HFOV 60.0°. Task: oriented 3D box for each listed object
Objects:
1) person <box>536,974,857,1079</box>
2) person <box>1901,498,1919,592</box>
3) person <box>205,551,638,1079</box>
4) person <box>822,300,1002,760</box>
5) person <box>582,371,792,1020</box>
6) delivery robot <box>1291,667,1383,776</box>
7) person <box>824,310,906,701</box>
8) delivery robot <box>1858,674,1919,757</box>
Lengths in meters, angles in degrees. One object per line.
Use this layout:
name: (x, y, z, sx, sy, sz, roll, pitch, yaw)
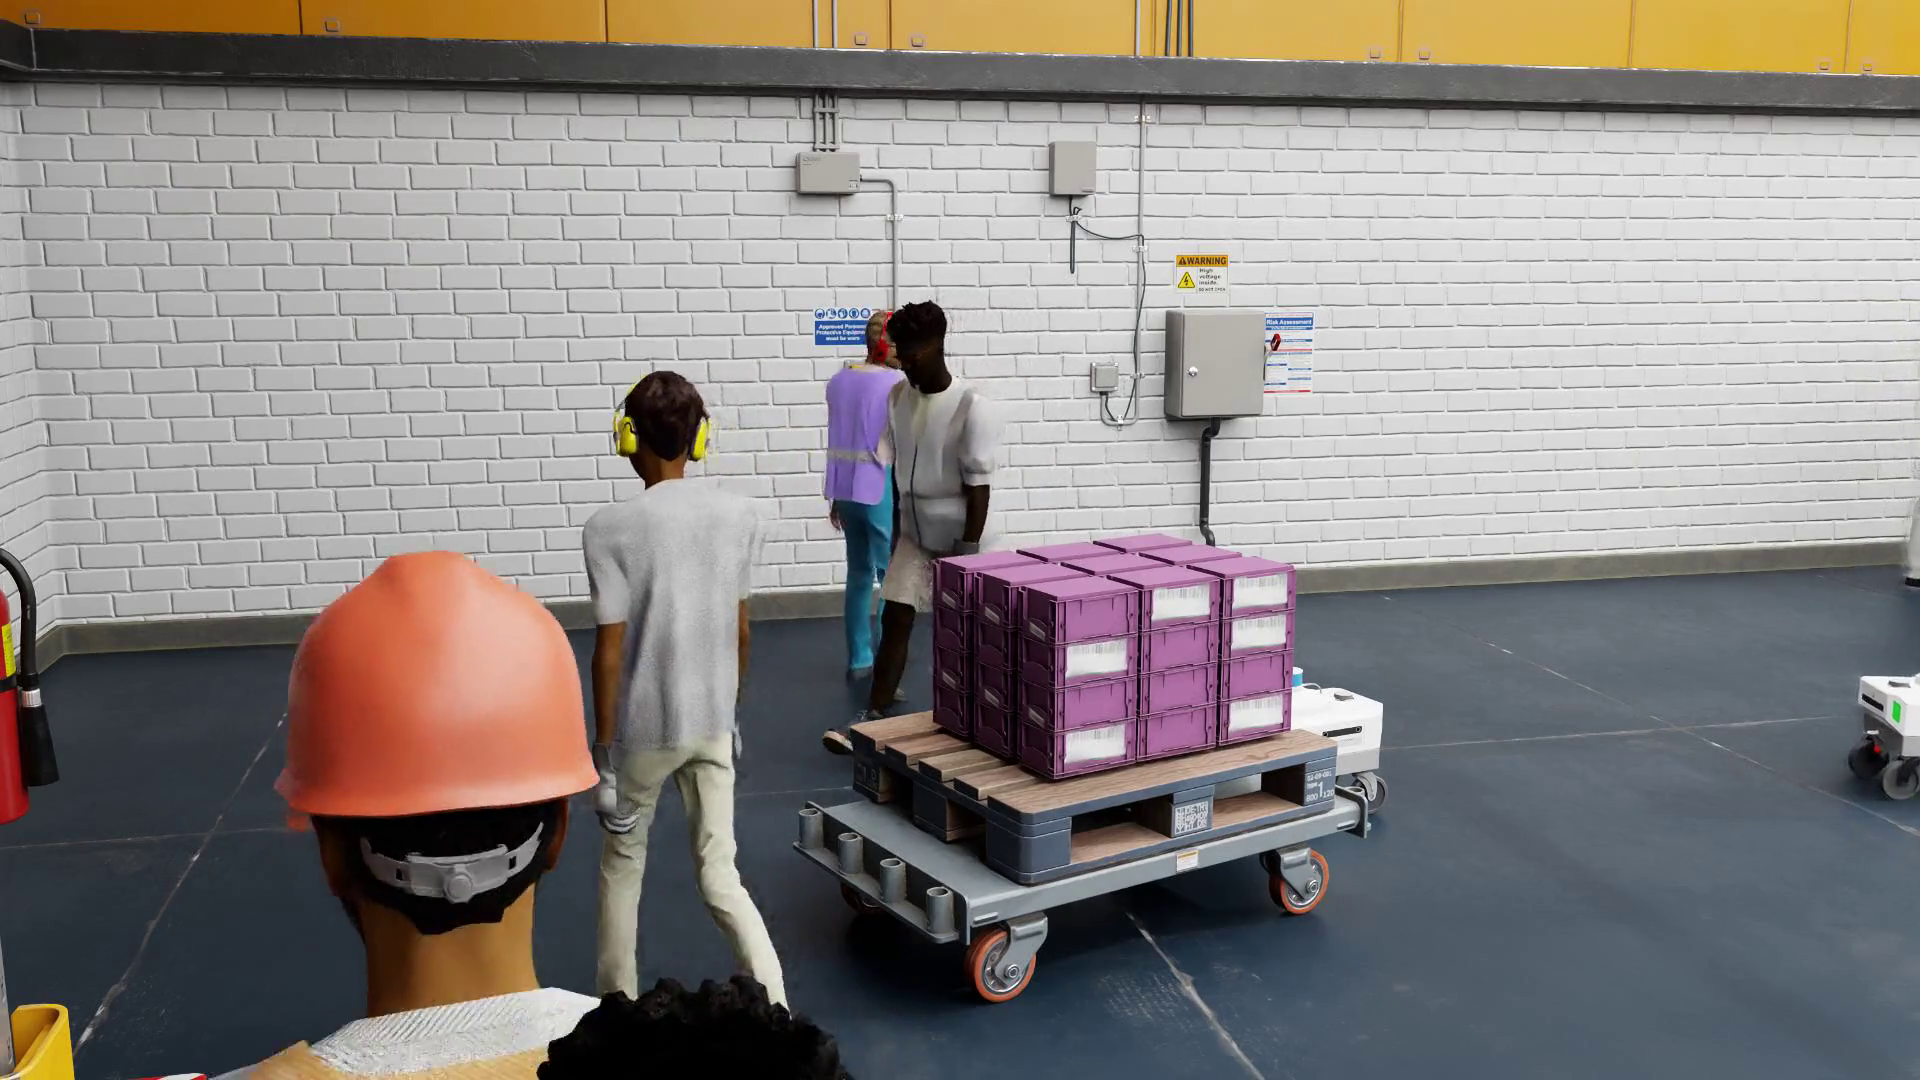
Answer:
person: (-0.178, 1.079, 1.232, 0.545, 1.675, 0.373, -2, 10, -8)
person: (6.129, -0.560, 10.014, 0.832, 1.797, 0.615, -3, 11, -15)
person: (-0.355, 0.967, 1.269, 0.558, 1.907, 0.896, -5, 11, -25)
person: (-0.127, -0.025, 6.805, 0.666, 1.878, 1.026, 9, 13, 40)
person: (-0.680, 0.497, 4.137, 0.518, 1.824, 0.895, -8, 13, -36)
delivery robot: (1.209, 0.711, 6.148, 0.707, 0.478, 0.477, -5, 11, -26)
person: (-0.422, -0.166, 7.810, 0.667, 1.816, 0.587, 9, 13, 40)
delivery robot: (3.878, 0.663, 6.415, 0.707, 0.478, 0.477, 1, 10, 5)
